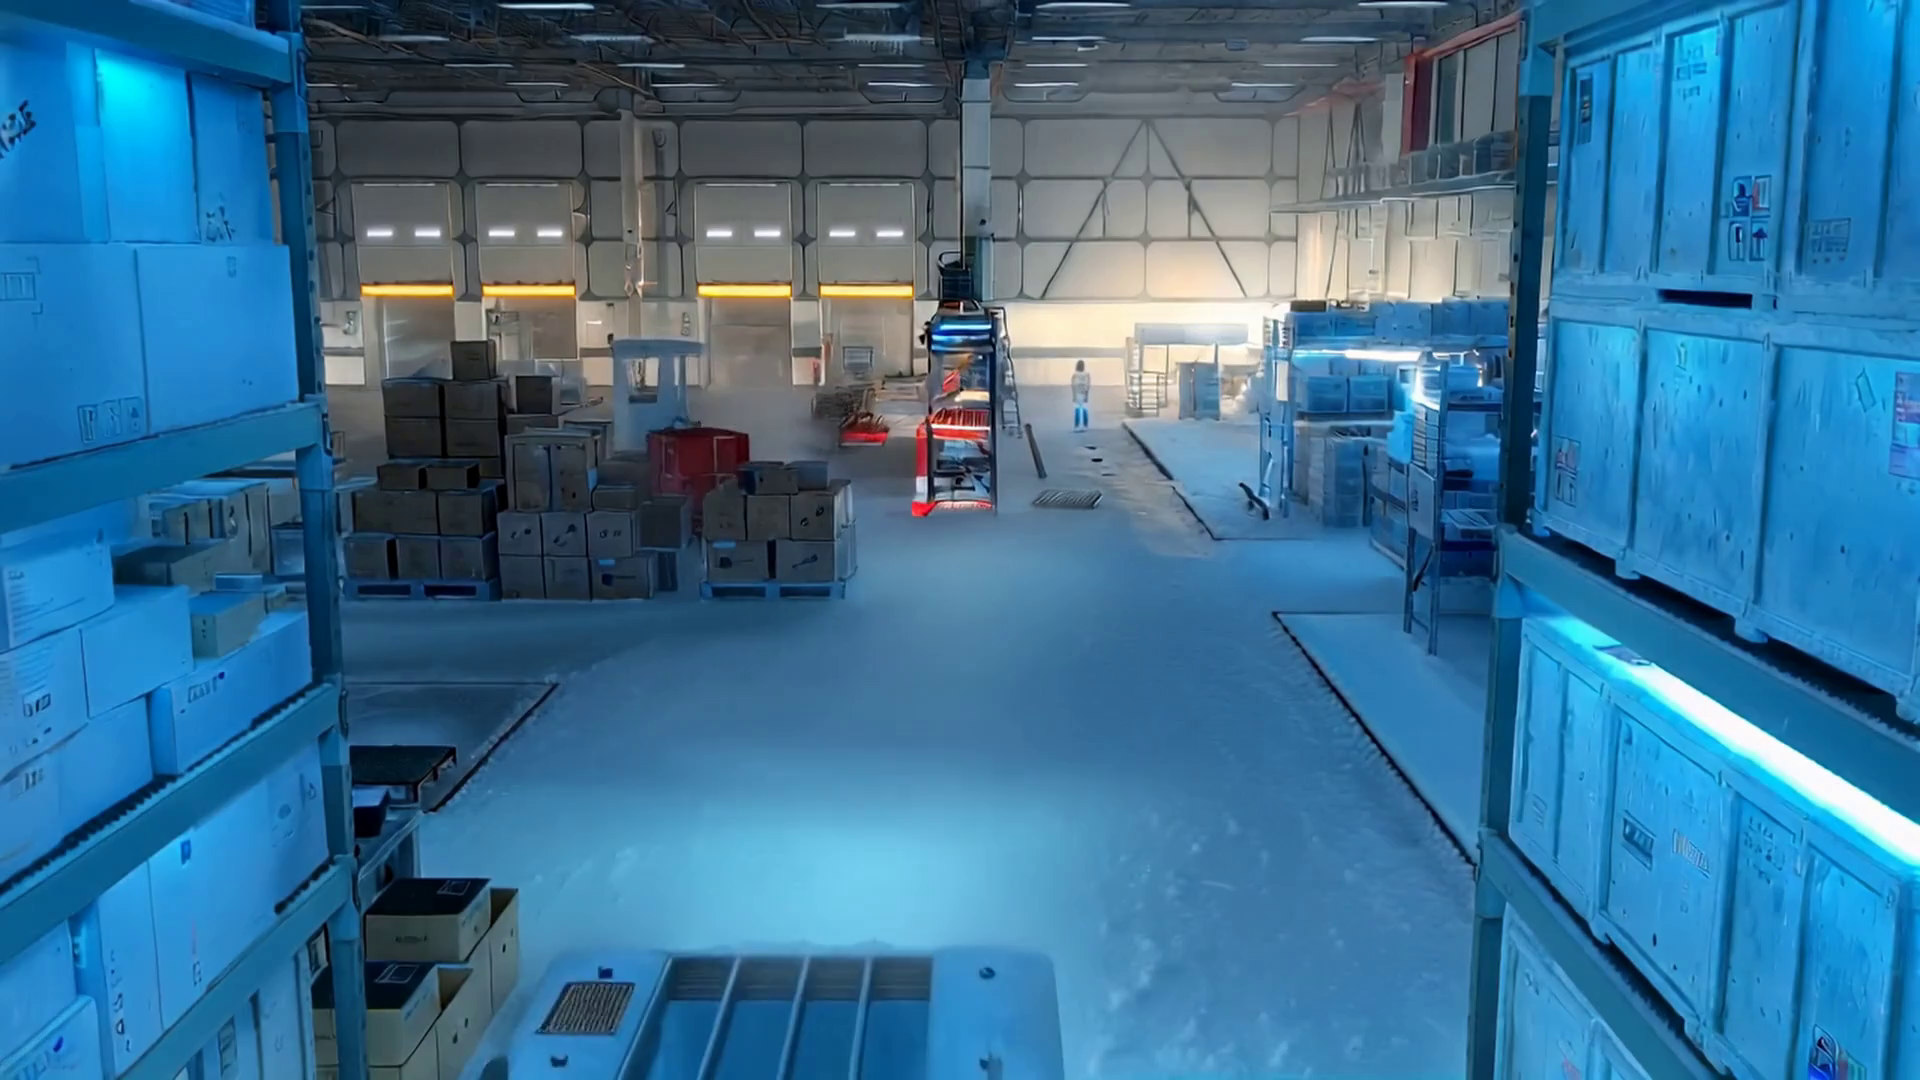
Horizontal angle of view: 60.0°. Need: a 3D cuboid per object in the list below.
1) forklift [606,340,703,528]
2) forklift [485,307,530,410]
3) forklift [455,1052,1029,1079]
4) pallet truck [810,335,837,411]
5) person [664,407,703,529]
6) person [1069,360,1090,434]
[{"bbox_3d":[-4.729,-1.598,24.923,1.129,2.768,1.873,-6,12,-33],"label":"forklift"},{"bbox_3d":[-10.754,-4.150,39.646,1.129,2.768,1.873,0,10,1],"label":"forklift"},{"bbox_3d":[-0.351,2.235,2.805,1.129,2.768,1.873,0,10,1],"label":"forklift"},{"bbox_3d":[-3.021,-4.312,43.126,1.885,1.965,0.823,3,10,17],"label":"pallet truck"},{"bbox_3d":[-4.203,-1.018,24.465,1.037,1.887,0.649,1,10,8],"label":"person"},{"bbox_3d":[2.729,-3.251,37.870,0.321,1.697,0.530,-9,13,-42],"label":"person"}]
